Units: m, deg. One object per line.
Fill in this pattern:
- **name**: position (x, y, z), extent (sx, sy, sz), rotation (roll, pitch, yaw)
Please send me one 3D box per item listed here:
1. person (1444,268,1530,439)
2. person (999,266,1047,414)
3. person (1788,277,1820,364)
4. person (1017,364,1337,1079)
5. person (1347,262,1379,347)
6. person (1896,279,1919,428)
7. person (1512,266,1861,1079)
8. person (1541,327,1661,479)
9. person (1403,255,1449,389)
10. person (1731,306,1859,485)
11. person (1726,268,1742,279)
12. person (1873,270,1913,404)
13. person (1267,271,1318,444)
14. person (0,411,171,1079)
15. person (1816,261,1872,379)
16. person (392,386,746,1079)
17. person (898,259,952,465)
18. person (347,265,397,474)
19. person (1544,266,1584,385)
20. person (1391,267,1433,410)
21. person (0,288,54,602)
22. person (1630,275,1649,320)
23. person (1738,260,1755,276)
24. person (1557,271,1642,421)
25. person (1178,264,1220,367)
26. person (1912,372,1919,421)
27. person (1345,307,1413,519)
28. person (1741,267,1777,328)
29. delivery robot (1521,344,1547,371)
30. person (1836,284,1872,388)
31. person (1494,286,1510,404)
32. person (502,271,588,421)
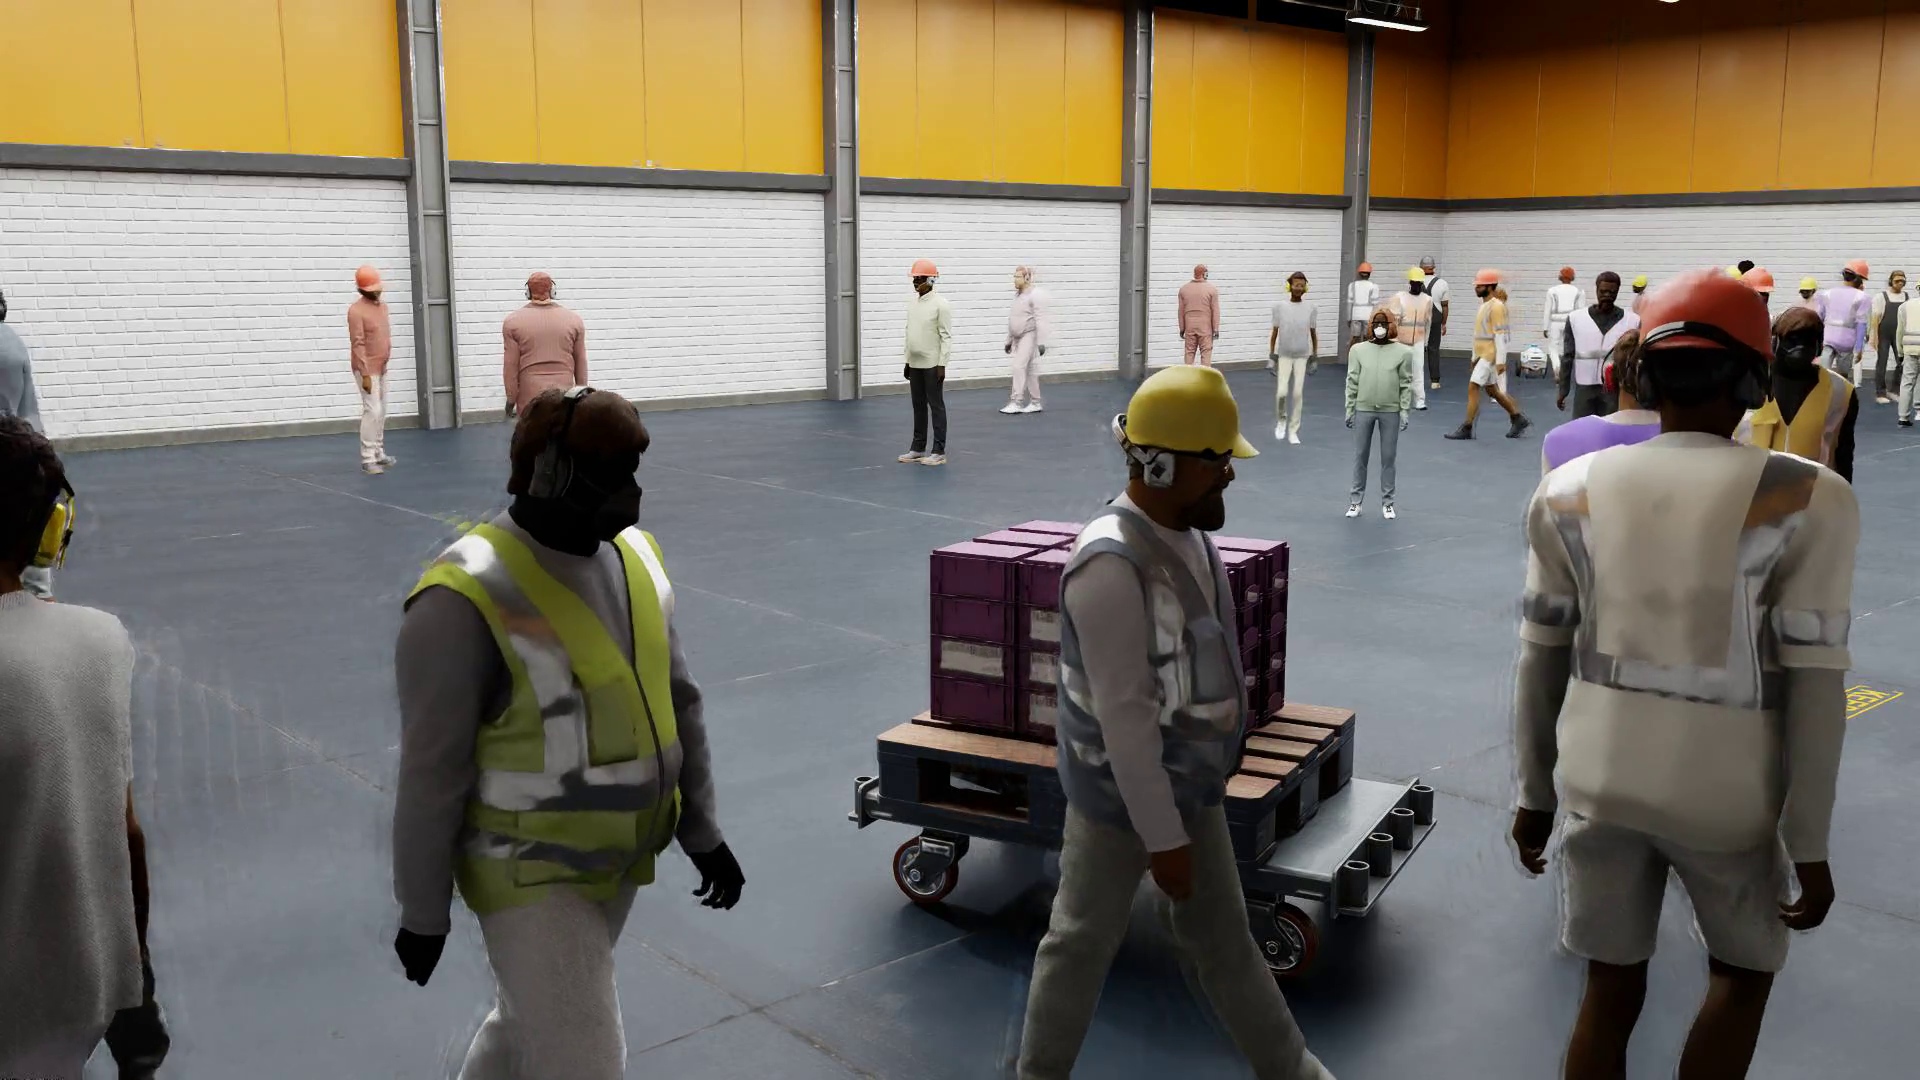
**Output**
- **person**: position (5.894, -2.049, 18.376), extent (0.944, 1.905, 0.556), rotation (0, 10, -1)
- **person**: position (0.727, -2.545, 21.288), extent (0.823, 1.878, 0.680), rotation (-5, 11, -26)
- **person**: position (11.458, -2.682, 22.507), extent (0.437, 1.742, 0.588), rotation (-9, 13, -44)
- **person**: position (0.511, 0.530, 3.551), extent (0.903, 1.788, 0.599), rotation (6, 11, 30)
- **person**: position (7.144, -3.968, 29.520), extent (0.550, 1.920, 0.557), rotation (5, 11, 27)
- **person**: position (11.271, -2.207, 19.464), extent (0.403, 1.834, 0.588), rotation (-6, 11, -30)
- **person**: position (1.386, 0.482, 3.236), extent (0.630, 2.003, 0.562), rotation (8, 13, 40)
- **person**: position (2.106, 0.238, 5.236), extent (0.579, 1.814, 0.901), rotation (4, 10, 22)
- **person**: position (7.125, -3.342, 25.508), extent (0.687, 2.000, 0.535), rotation (2, 10, 14)
- **person**: position (3.648, -0.144, 7.472), extent (0.623, 1.810, 0.866), rotation (3, 10, 19)
- **person**: position (8.723, -2.137, 18.898), extent (0.589, 1.880, 0.990), rotation (5, 11, 28)
- **person**: position (12.715, -2.757, 22.684), extent (0.519, 1.827, 0.543), rotation (1, 10, 8)
- **person**: position (3.595, -1.955, 17.915), extent (0.546, 1.860, 0.398), rotation (1, 10, 4)
- **person**: position (-1.331, 0.715, 2.461), extent (0.950, 1.809, 0.559), rotation (0, 10, 2)
- **person**: position (10.563, -2.368, 20.034), extent (1.028, 1.972, 0.704), rotation (-8, 13, -40)
- **person**: position (-0.780, 0.602, 3.168), extent (0.912, 1.799, 0.627), rotation (4, 10, 22)
- **person**: position (-0.338, -1.726, 16.173), extent (0.378, 1.996, 0.611), rotation (-9, 13, -41)
- **person**: position (-5.470, -1.594, 15.569), extent (0.460, 1.942, 0.788), rotation (1, 10, 5)
- **person**: position (9.346, -3.296, 25.745), extent (0.578, 1.871, 0.624), rotation (1, 10, 8)
- **person**: position (5.989, -2.682, 22.140), extent (0.606, 1.880, 1.008), rotation (-1, 10, -5)
- **person**: position (-5.277, -0.488, 9.221), extent (0.373, 1.902, 0.695), rotation (-7, 12, -35)
- **person**: position (10.873, -3.370, 26.581), extent (0.454, 1.723, 0.549), rotation (2, 10, 11)
- **person**: position (11.898, -3.276, 25.341), extent (0.613, 1.961, 0.362), rotation (7, 12, 36)
- **person**: position (5.205, -1.230, 13.548), extent (0.629, 1.902, 0.459), rotation (3, 10, 16)
- **person**: position (3.607, -3.190, 25.010), extent (0.652, 1.906, 0.402), rotation (5, 11, 29)
- **person**: position (11.895, -2.306, 20.377), extent (0.497, 1.721, 0.521), rotation (5, 11, 25)
- **person**: position (3.226, -0.977, 12.852), extent (0.499, 1.633, 0.285), rotation (3, 10, 16)
- **person**: position (5.999, -1.097, 12.664), extent (0.551, 1.936, 0.356), rotation (-3, 10, -18)
- **delivery robot**: position (9.564, -3.027, 27.729), extent (0.477, 0.478, 0.707), rotation (2, 10, 12)
- **person**: position (13.668, -3.139, 25.489), extent (0.519, 1.640, 0.307), rotation (5, 11, 26)
- **person**: position (7.444, -2.697, 23.001), extent (0.309, 1.612, 0.598), rotation (5, 11, 28)
- **person**: position (-3.229, -1.131, 12.959), extent (0.651, 1.904, 0.403), rotation (-4, 11, -24)
